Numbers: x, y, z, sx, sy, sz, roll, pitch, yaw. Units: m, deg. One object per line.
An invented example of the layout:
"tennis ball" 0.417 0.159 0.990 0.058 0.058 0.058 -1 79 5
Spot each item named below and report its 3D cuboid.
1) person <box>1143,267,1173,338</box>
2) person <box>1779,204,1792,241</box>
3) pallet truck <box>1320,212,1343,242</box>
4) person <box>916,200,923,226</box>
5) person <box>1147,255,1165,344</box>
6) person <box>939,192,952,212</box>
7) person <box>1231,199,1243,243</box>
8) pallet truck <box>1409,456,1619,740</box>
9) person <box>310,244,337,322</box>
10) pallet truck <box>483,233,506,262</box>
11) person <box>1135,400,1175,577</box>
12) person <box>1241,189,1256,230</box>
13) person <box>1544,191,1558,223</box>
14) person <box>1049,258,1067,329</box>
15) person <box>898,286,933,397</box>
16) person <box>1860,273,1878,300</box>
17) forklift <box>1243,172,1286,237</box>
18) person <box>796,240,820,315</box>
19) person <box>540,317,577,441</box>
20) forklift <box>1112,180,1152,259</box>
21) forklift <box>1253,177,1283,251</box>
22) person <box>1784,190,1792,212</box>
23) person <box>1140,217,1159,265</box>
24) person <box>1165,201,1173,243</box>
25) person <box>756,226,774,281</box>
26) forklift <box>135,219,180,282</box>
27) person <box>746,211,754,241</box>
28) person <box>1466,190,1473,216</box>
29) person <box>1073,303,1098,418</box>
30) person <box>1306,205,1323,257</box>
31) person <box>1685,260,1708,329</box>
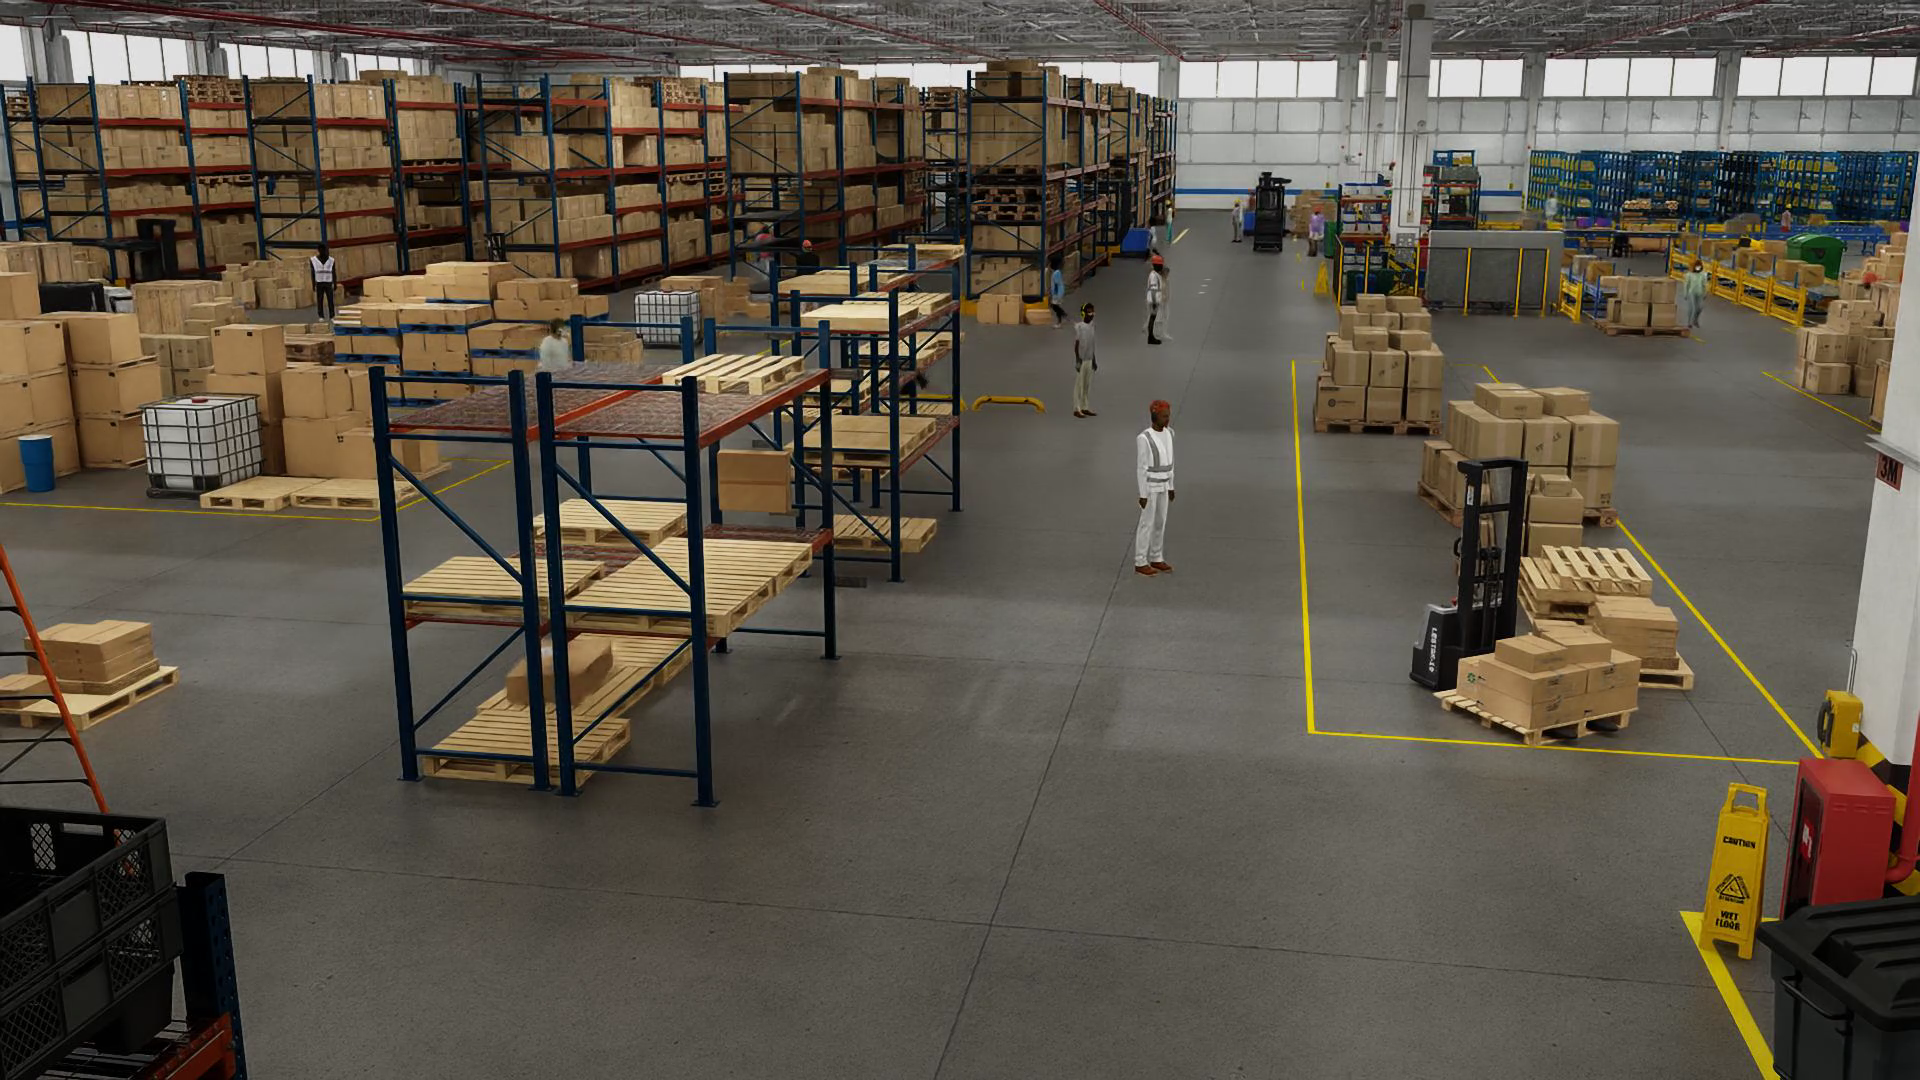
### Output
"person" 4.506 -5.369 37.613 0.631 1.619 0.512 10 17 34
"person" 32.751 -12.419 65.921 0.312 1.768 0.529 -2 14 -7
"pallet truck" 15.874 -13.227 70.310 0.680 1.201 1.601 10 17 35
"person" -2.012 -16.503 82.148 0.545 1.939 0.354 -4 14 -16
"person" 4.307 -5.282 36.587 0.375 1.939 0.546 3 14 11
"person" -0.789 -19.641 95.154 0.922 1.800 0.637 -8 16 -30
"person" 11.610 -13.372 69.681 0.404 1.824 0.591 -7 16 -27
"pallet truck" 4.504 0.400 13.395 0.823 1.965 1.885 -6 15 -23
"person" -15.585 -6.297 40.774 0.587 1.911 0.397 -7 16 -27
"pallet truck" -11.832 -7.026 43.548 1.885 1.965 0.823 8 16 28
"person" 2.057 -0.545 17.496 0.351 1.878 0.568 11 18 39
"person" 13.542 -15.325 77.288 0.835 1.973 0.614 -6 15 -24
"person" 26.707 -14.776 75.130 0.627 1.935 0.550 -5 15 -19
"person" 2.287 -5.832 39.347 0.384 1.674 0.584 0 14 -2
"person" -0.879 -3.407 28.764 0.670 2.000 0.696 -1 14 -5
"person" 17.616 -4.257 32.504 0.738 1.914 0.568 13 19 43
"forklift" 13.485 -14.797 73.279 1.873 2.768 1.129 3 14 10
"person" -3.756 -6.394 41.017 0.613 1.987 0.405 -5 15 -19
"person" -5.850 -2.331 24.647 0.771 1.913 0.662 4 14 14
"forklift" 6.082 -11.722 60.796 1.873 2.768 1.129 2 14 9
"forklift" 12.083 -12.747 64.956 1.129 2.768 1.873 3 14 10
"person" 40.108 -16.063 80.547 0.377 1.844 0.570 0 14 0
"person" 6.711 -10.399 57.940 0.789 1.662 0.538 1 14 4
"person" 8.682 -13.234 69.248 0.327 1.760 0.523 5 15 18
"person" -5.814 -8.598 50.378 0.630 1.786 0.989 3 14 13
"forklift" -16.510 -5.237 34.466 1.129 2.768 1.873 9 16 32
"person" -8.705 -13.185 69.414 0.542 1.584 0.873 2 14 7
"person" 24.913 -16.195 81.165 0.638 1.807 0.594 1 14 3
"person" 2.062 -2.940 27.219 0.328 1.874 0.517 12 18 40
"person" 13.144 -11.471 61.807 0.594 1.893 0.689 11 18 39
"person" 17.442 -5.810 39.399 0.526 1.610 0.537 2 14 8
